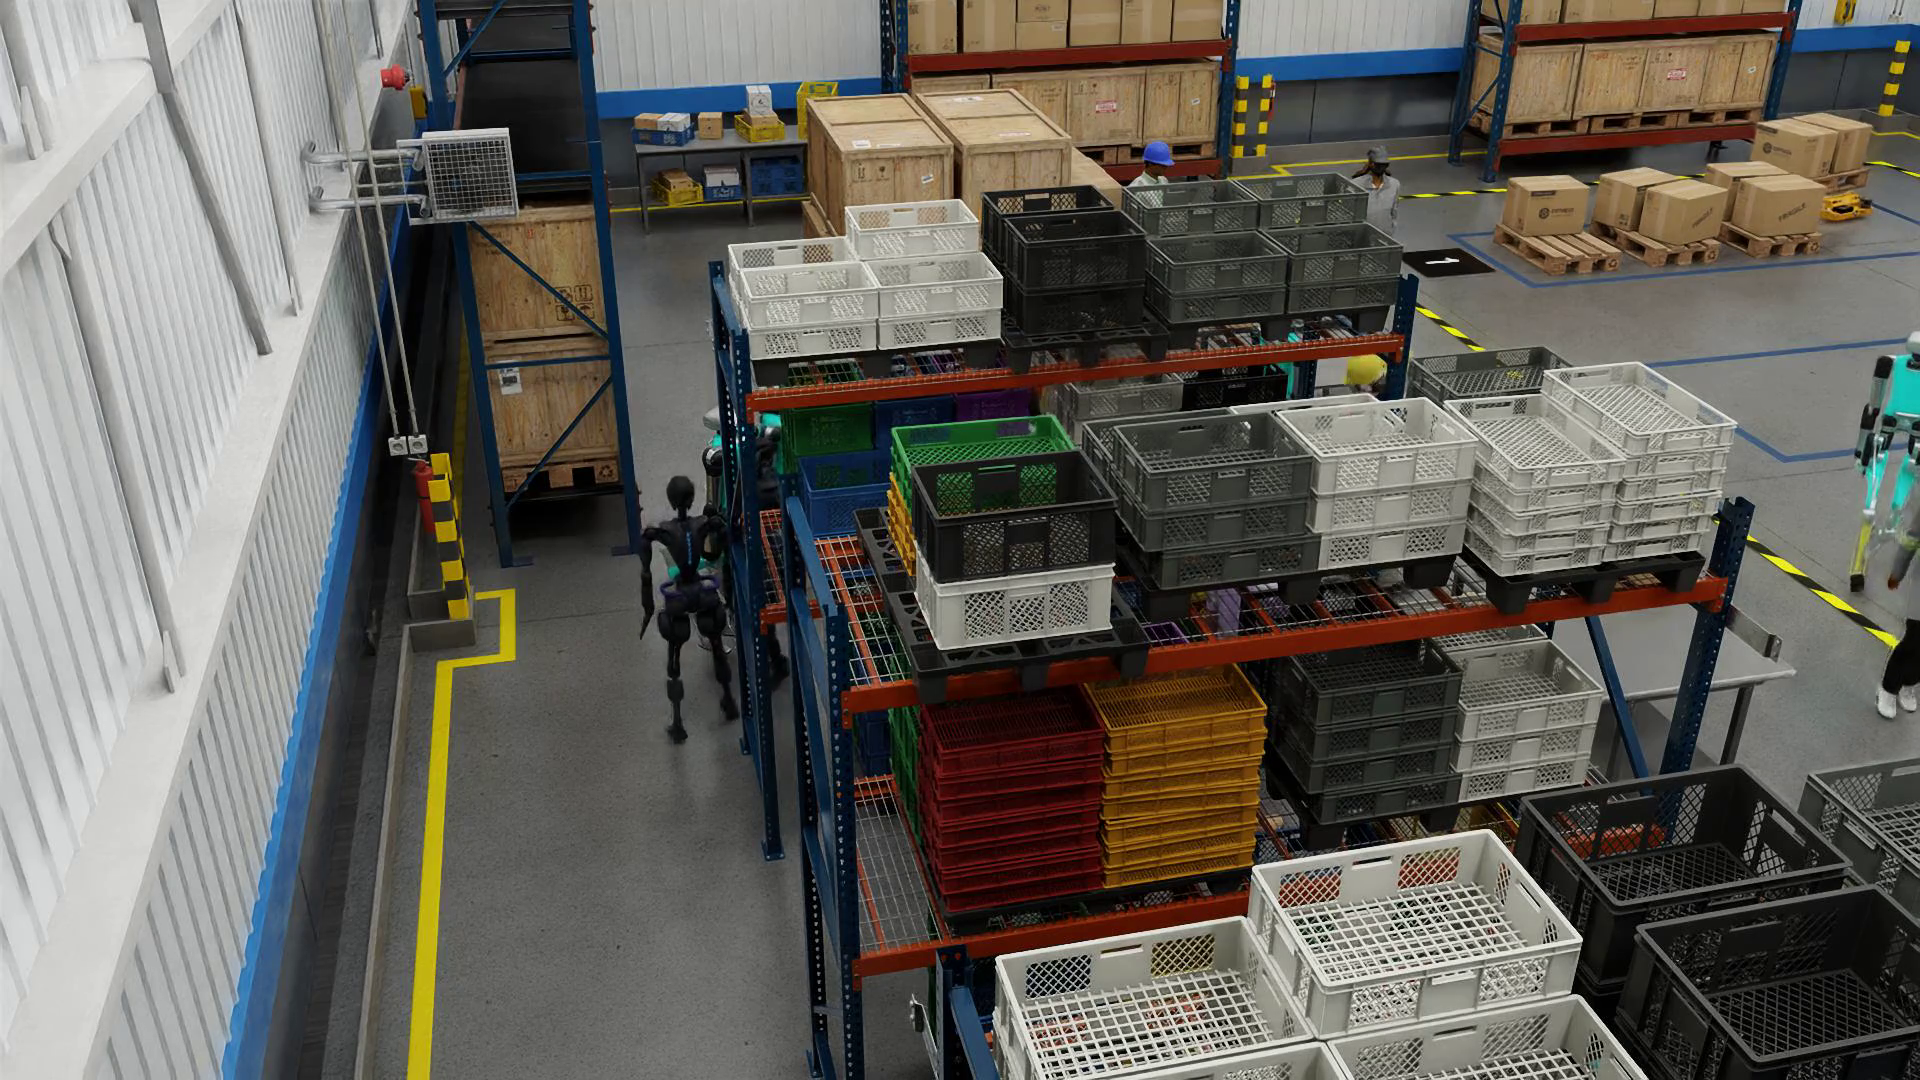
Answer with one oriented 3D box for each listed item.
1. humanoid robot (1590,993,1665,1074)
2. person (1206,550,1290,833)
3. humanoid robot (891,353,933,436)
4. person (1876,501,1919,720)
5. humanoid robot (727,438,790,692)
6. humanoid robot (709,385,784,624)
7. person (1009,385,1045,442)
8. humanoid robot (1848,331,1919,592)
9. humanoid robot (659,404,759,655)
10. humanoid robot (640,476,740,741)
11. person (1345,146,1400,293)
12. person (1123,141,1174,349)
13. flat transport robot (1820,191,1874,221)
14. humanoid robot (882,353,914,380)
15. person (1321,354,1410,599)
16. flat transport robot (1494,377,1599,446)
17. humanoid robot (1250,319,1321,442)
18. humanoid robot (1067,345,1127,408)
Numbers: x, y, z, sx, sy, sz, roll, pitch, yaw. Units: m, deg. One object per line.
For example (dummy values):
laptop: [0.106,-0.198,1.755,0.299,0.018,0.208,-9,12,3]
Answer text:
humanoid robot: [2.213,2.243,6.243,0.702,1.821,0.542,4,28,7]
person: [1.549,0.673,8.866,0.365,2.047,0.606,-17,32,-29]
humanoid robot: [-0.141,-0.356,11.160,1.010,1.738,0.544,21,34,34]
person: [5.870,0.274,9.868,0.607,1.814,0.618,8,29,16]
humanoid robot: [-1.216,0.128,10.291,0.587,1.655,0.360,22,35,36]
humanoid robot: [-1.403,-0.199,10.820,0.706,1.747,0.530,2,28,3]
person: [0.482,-0.251,10.822,0.906,1.850,0.570,-12,30,-22]
humanoid robot: [6.415,-0.466,11.413,0.532,1.778,1.015,13,31,24]
humanoid robot: [-1.631,-0.097,10.510,0.735,1.677,0.533,11,30,19]
humanoid robot: [-1.586,0.405,9.779,0.613,1.636,0.419,-11,30,-20]
person: [3.898,-2.898,15.935,0.563,1.769,0.397,-5,28,-9]
person: [1.745,-2.747,15.471,0.412,1.939,0.602,19,33,32]
flat transport robot: [10.068,-4.126,19.845,0.652,0.197,1.431,-14,31,-25]
humanoid robot: [-0.437,-0.942,12.333,0.384,1.638,0.615,-6,28,-11]
person: [2.806,-0.409,11.206,0.735,1.786,0.404,1,28,2]
flat transport robot: [4.780,-1.036,14.013,0.659,0.231,1.431,-6,28,-12]
humanoid robot: [2.443,-0.911,12.102,0.690,1.715,0.533,-17,32,-30]
humanoid robot: [0.988,-0.728,11.927,0.606,1.643,0.361,17,32,29]
